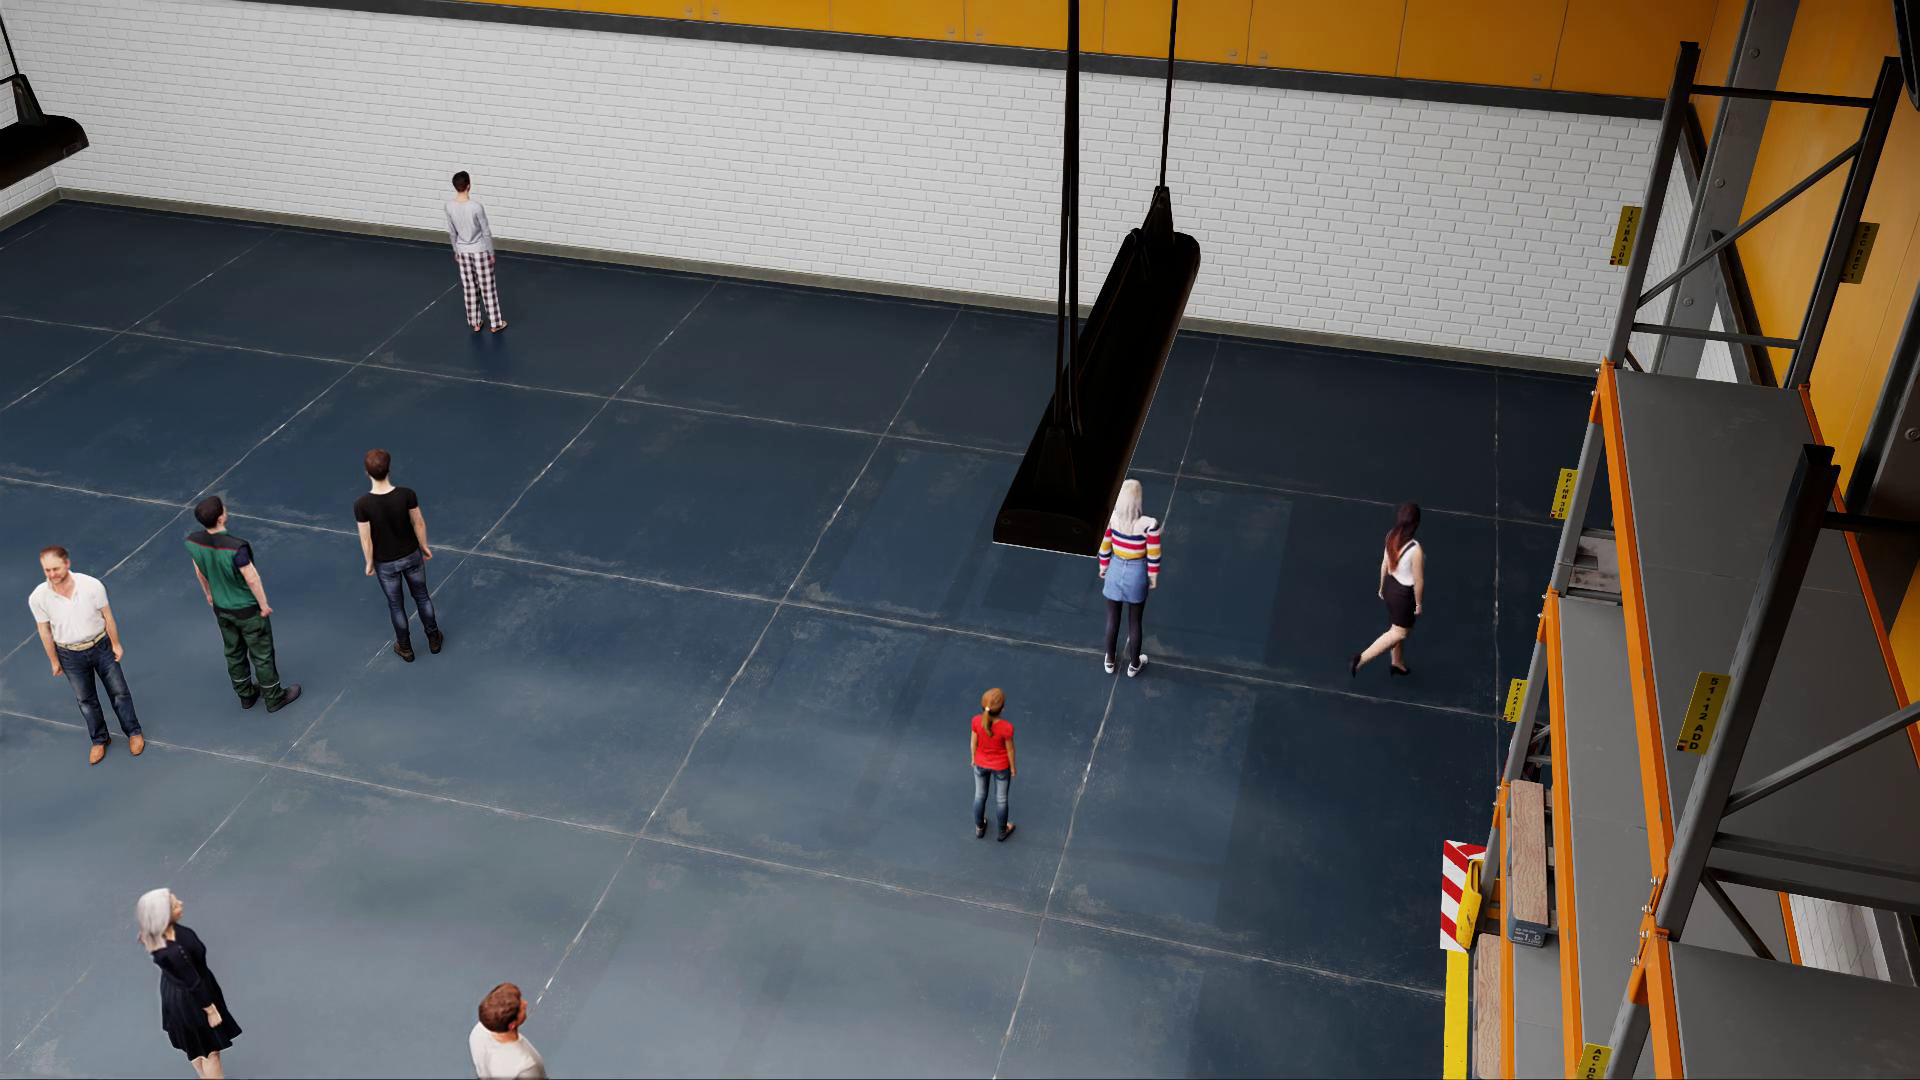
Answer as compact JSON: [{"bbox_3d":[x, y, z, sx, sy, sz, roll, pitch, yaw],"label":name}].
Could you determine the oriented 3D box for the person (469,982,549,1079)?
[{"bbox_3d":[-2.341,3.082,8.898,0.751,1.902,0.728,26,41,33],"label":"person"}]

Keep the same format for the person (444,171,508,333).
[{"bbox_3d":[-5.367,-3.173,18.357,0.644,1.847,0.563,5,34,7],"label":"person"}]

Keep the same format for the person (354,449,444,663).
[{"bbox_3d":[-4.513,0.129,13.346,0.756,1.896,0.812,-17,37,-24],"label":"person"}]

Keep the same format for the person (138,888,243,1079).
[{"bbox_3d":[-4.452,2.672,9.656,0.696,1.746,0.713,27,42,35],"label":"person"}]

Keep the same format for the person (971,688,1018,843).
[{"bbox_3d":[0.226,1.578,11.694,0.485,1.311,0.504,11,35,15],"label":"person"}]

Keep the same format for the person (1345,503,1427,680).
[{"bbox_3d":[3.388,0.473,13.073,0.955,1.625,0.920,-15,36,-21],"label":"person"}]

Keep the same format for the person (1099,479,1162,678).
[{"bbox_3d":[1.325,0.291,13.181,0.669,1.808,0.538,11,35,16],"label":"person"}]

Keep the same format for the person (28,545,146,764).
[{"bbox_3d":[-6.497,0.801,12.370,0.751,1.856,0.775,-12,35,-17],"label":"person"}]

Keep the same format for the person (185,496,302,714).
[{"bbox_3d":[-5.562,0.488,12.802,0.680,1.900,0.544,9,35,13],"label":"person"}]
